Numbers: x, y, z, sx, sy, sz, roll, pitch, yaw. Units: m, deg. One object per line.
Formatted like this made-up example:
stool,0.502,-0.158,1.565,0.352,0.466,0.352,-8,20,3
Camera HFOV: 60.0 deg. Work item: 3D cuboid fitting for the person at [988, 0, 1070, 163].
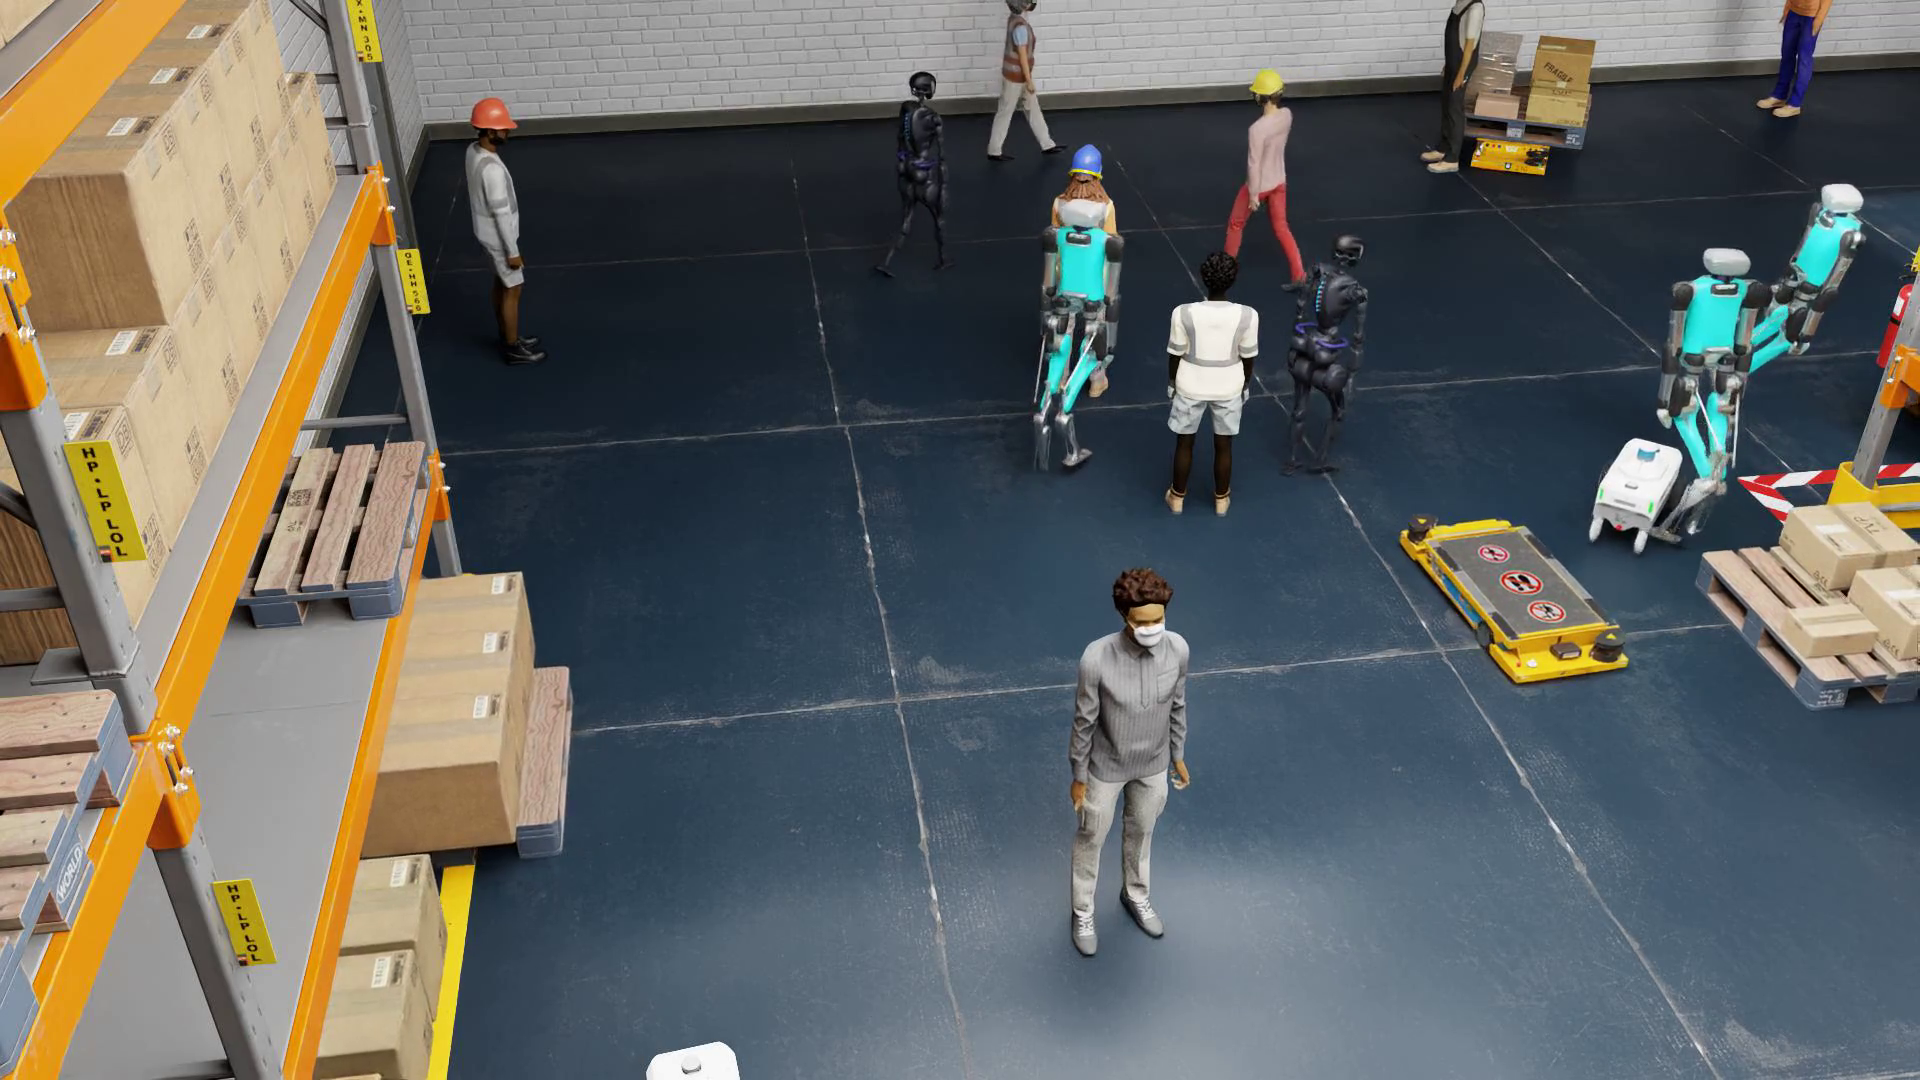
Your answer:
person,0.635,-4.207,15.017,0.822,1.650,0.470,3,33,4

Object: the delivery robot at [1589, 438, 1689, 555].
delivery robot,4.092,-0.307,10.051,0.499,0.583,0.758,20,38,27

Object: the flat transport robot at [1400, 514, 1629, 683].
flat transport robot,3.109,0.286,9.415,0.659,0.231,1.431,-7,34,-11

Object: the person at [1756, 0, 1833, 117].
person,8.213,-5.132,16.163,0.406,1.975,0.511,-10,35,-15

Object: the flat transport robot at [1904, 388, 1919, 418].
flat transport robot,6.967,-0.676,10.888,0.659,0.231,1.431,-9,34,-14

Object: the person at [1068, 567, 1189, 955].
person,0.694,0.913,6.963,0.531,1.900,0.395,-10,34,-14

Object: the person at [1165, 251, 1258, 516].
person,1.487,-0.910,9.948,0.535,1.692,0.319,2,33,3

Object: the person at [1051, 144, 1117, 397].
person,0.827,-1.796,11.223,0.462,1.778,0.306,5,33,7

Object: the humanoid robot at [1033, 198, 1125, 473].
humanoid robot,0.654,-1.109,10.307,0.553,1.887,0.744,14,36,20

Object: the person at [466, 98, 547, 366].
person,-3.182,-2.137,11.616,0.387,1.925,0.547,-16,36,-23

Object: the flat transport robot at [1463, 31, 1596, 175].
flat transport robot,5.227,-3.789,15.658,0.659,0.231,1.431,12,35,17

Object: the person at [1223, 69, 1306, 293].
person,2.357,-2.736,12.708,0.522,1.723,0.884,-27,41,-34

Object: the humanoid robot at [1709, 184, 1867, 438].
humanoid robot,5.174,-1.404,10.678,0.789,1.801,0.553,-1,33,-1

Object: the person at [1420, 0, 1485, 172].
person,4.448,-4.232,14.903,0.333,1.838,0.505,0,33,0

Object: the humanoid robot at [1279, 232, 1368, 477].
humanoid robot,2.248,-1.144,10.322,0.384,1.644,0.609,-19,38,-27

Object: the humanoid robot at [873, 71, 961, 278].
humanoid robot,-0.348,-2.816,12.929,0.743,1.654,0.611,-24,40,-32

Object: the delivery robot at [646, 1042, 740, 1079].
delivery robot,-0.938,2.258,6.128,0.499,0.592,0.774,-9,34,-13

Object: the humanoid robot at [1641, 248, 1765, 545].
humanoid robot,4.358,-0.740,9.636,0.530,1.751,0.802,-3,33,-4
